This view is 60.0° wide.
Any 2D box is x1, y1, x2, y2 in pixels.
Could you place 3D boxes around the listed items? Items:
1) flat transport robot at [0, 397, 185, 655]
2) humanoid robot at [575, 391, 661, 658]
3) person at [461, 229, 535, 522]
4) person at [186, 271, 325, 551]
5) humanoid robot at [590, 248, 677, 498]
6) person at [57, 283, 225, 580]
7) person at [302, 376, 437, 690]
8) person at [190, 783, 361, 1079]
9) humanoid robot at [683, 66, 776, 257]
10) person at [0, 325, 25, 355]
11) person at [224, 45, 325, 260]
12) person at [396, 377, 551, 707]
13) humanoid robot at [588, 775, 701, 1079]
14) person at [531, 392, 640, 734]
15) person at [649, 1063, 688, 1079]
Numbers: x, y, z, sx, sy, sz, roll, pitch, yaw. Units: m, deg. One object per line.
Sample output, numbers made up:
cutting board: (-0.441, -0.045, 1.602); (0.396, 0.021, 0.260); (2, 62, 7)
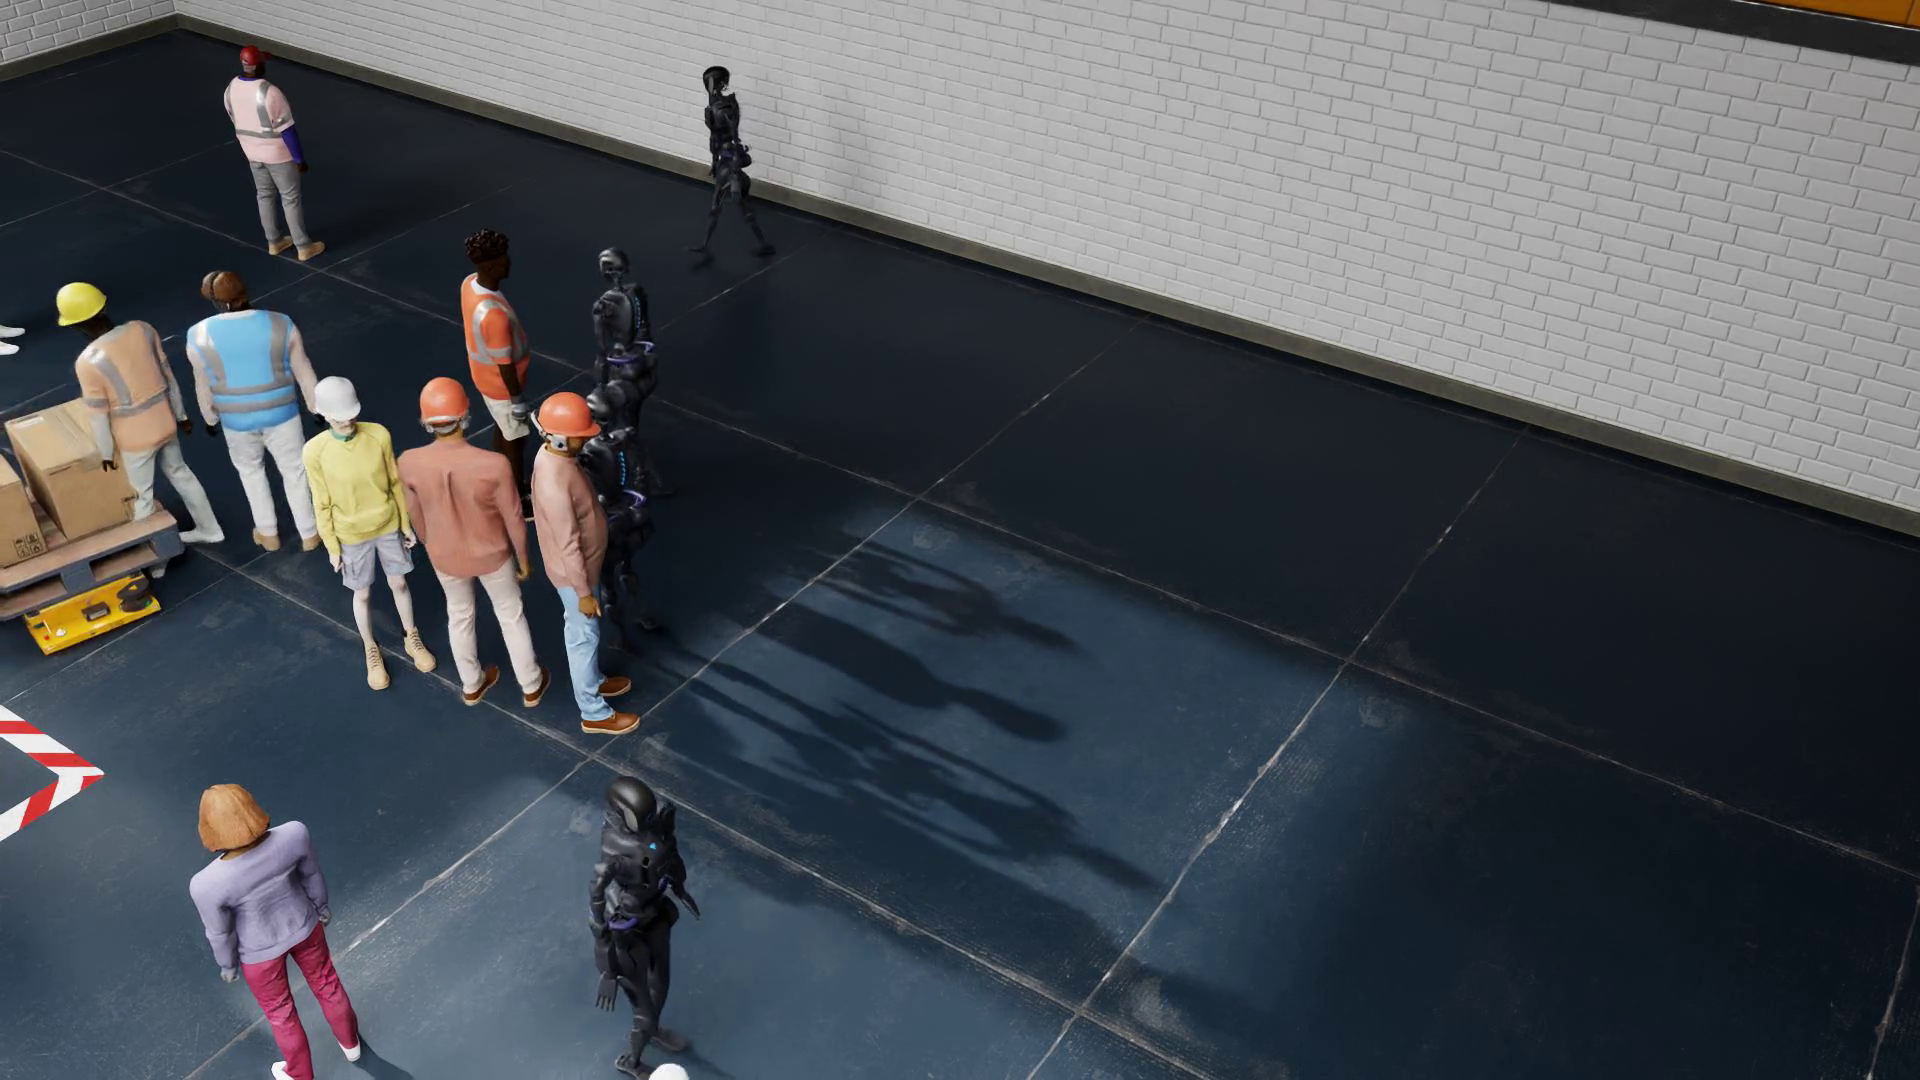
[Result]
flat transport robot: (-5.418, 0.172, 10.018); (0.659, 0.231, 1.431); (-27, 43, -33)
humanoid robot: (-1.918, -0.064, 9.127); (0.323, 1.653, 0.608); (24, 42, 30)
person: (-2.800, -0.993, 10.217); (0.369, 1.960, 0.605); (-17, 38, -22)
person: (-4.190, -0.760, 9.997); (0.694, 1.826, 0.437); (-13, 37, -18)
humanoid robot: (-2.103, -1.040, 10.564); (0.639, 1.646, 0.628); (22, 40, 28)
person: (-4.829, -0.659, 9.796); (0.464, 1.892, 0.617); (12, 37, 16)
person: (-3.182, -0.054, 8.929); (0.489, 1.888, 0.390); (-21, 40, -27)
person: (-2.777, 1.618, 6.760); (0.292, 1.632, 0.496); (27, 43, 33)
humanoid robot: (-1.882, -2.992, 13.347); (0.765, 1.629, 0.593); (-16, 38, -22)
person: (-7.267, -2.245, 12.082); (0.327, 1.865, 0.515); (-9, 36, -12)
person: (-5.555, -3.127, 13.450); (0.598, 1.746, 0.418); (13, 37, 17)
person: (-2.534, 0.048, 8.699); (0.608, 1.989, 0.398); (0, 35, 0)
humanoid robot: (-1.306, 1.573, 6.790); (0.323, 1.651, 0.611); (16, 38, 21)
person: (-1.955, 0.123, 8.593); (0.390, 1.985, 0.610); (-9, 36, -12)
person: (-0.921, 2.421, 5.536); (0.766, 1.722, 0.877); (1, 35, 1)
